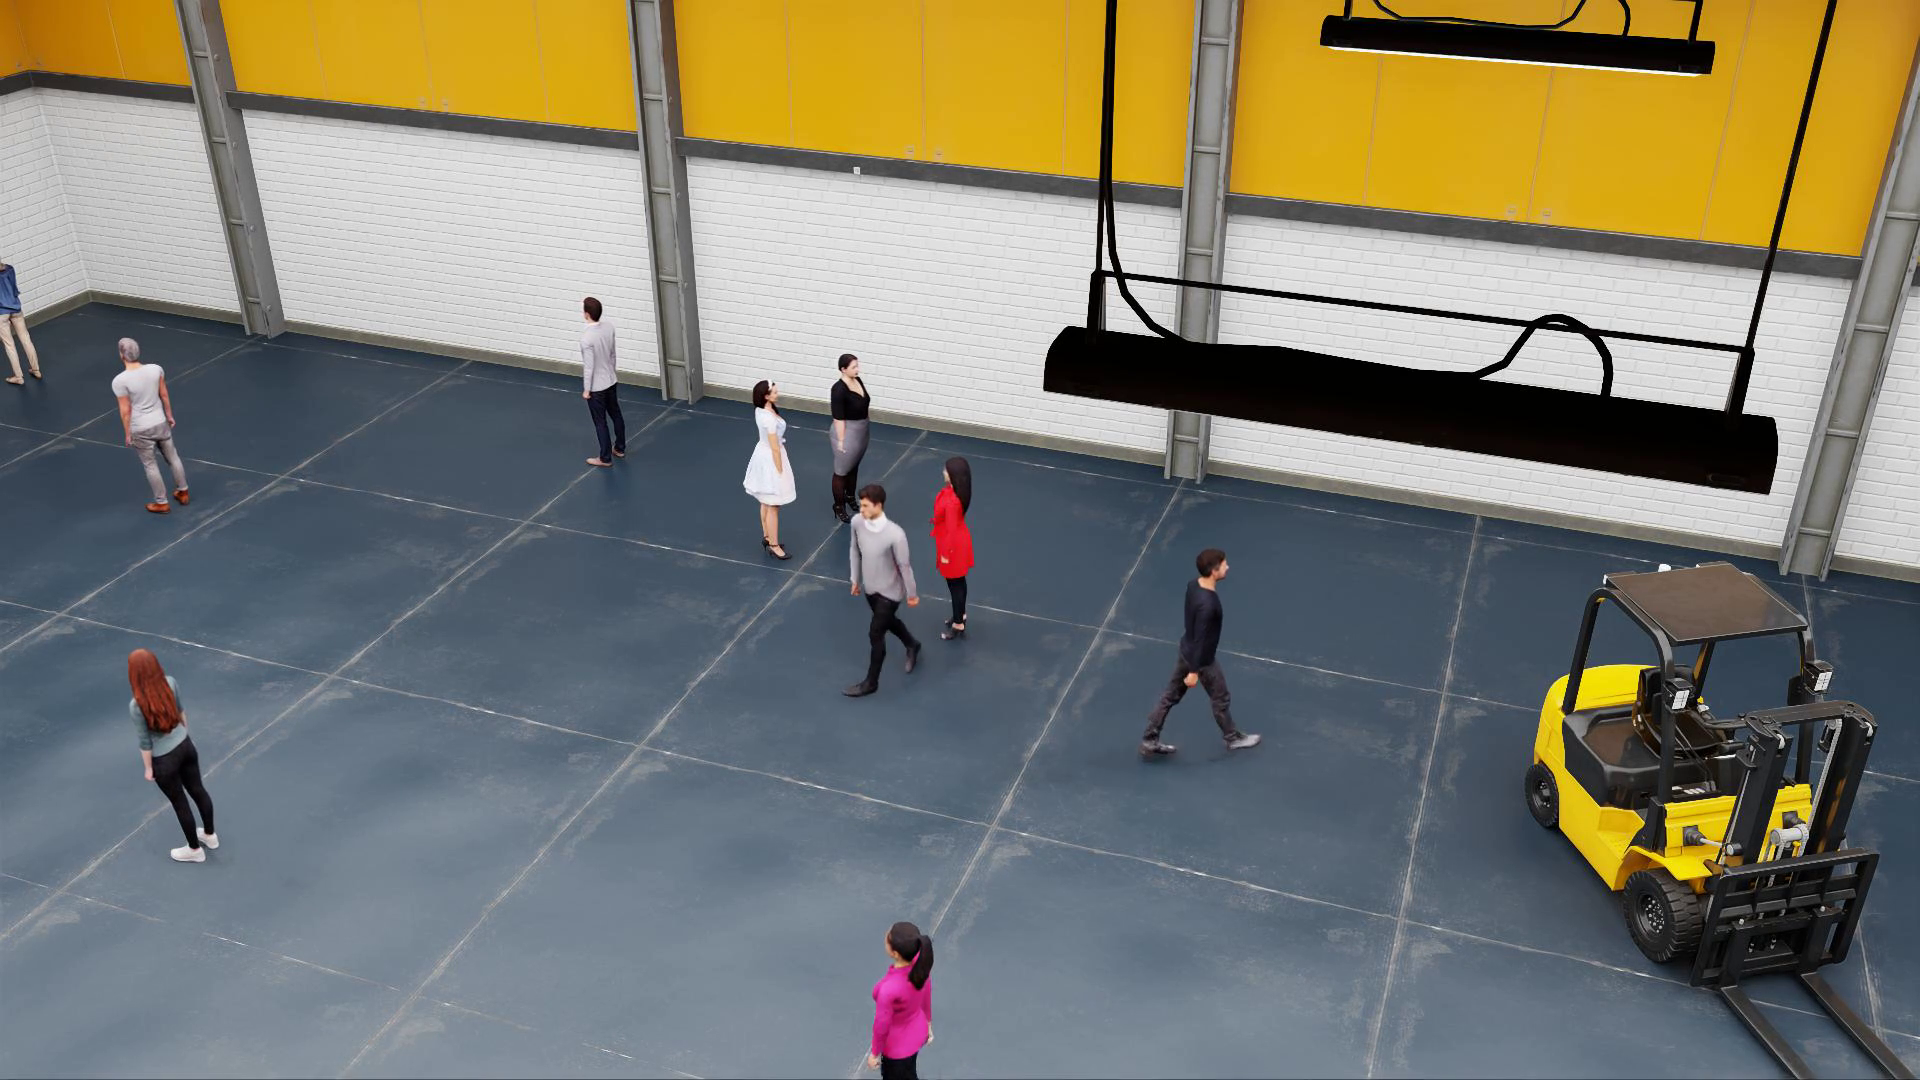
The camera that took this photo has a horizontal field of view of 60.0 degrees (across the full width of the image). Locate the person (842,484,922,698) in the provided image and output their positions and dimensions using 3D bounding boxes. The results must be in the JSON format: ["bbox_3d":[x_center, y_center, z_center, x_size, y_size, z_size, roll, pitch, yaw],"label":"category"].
[{"bbox_3d":[-0.561,0.360,13.770,1.256,1.892,1.158,22,35,34],"label":"person"}]

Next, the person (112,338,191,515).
[{"bbox_3d":[-8.088,-1.141,16.590,0.622,1.827,0.738,17,33,28],"label":"person"}]

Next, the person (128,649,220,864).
[{"bbox_3d":[-5.592,1.527,11.788,0.540,1.742,0.576,12,31,21],"label":"person"}]

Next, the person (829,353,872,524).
[{"bbox_3d":[-1.107,-1.034,16.467,0.614,1.758,0.671,11,31,20],"label":"person"}]

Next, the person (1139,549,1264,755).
[{"bbox_3d":[1.740,0.929,12.809,1.310,1.813,1.049,-4,29,-8],"label":"person"}]

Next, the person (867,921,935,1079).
[{"bbox_3d":[-0.243,2.884,9.380,1.166,1.666,0.731,16,32,26],"label":"person"}]

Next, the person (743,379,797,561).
[{"bbox_3d":[-1.792,-0.673,15.741,0.913,1.818,0.858,-10,30,-17],"label":"person"}]

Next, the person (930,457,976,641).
[{"bbox_3d":[-0.045,0.063,14.465,0.652,1.747,0.648,5,29,9],"label":"person"}]

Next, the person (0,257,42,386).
[{"bbox_3d":[-11.197,-2.668,19.525,0.597,1.697,0.641,14,32,24],"label":"person"}]

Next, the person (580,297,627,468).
[{"bbox_3d":[-3.790,-1.682,17.555,0.595,1.853,0.691,13,31,22],"label":"person"}]
